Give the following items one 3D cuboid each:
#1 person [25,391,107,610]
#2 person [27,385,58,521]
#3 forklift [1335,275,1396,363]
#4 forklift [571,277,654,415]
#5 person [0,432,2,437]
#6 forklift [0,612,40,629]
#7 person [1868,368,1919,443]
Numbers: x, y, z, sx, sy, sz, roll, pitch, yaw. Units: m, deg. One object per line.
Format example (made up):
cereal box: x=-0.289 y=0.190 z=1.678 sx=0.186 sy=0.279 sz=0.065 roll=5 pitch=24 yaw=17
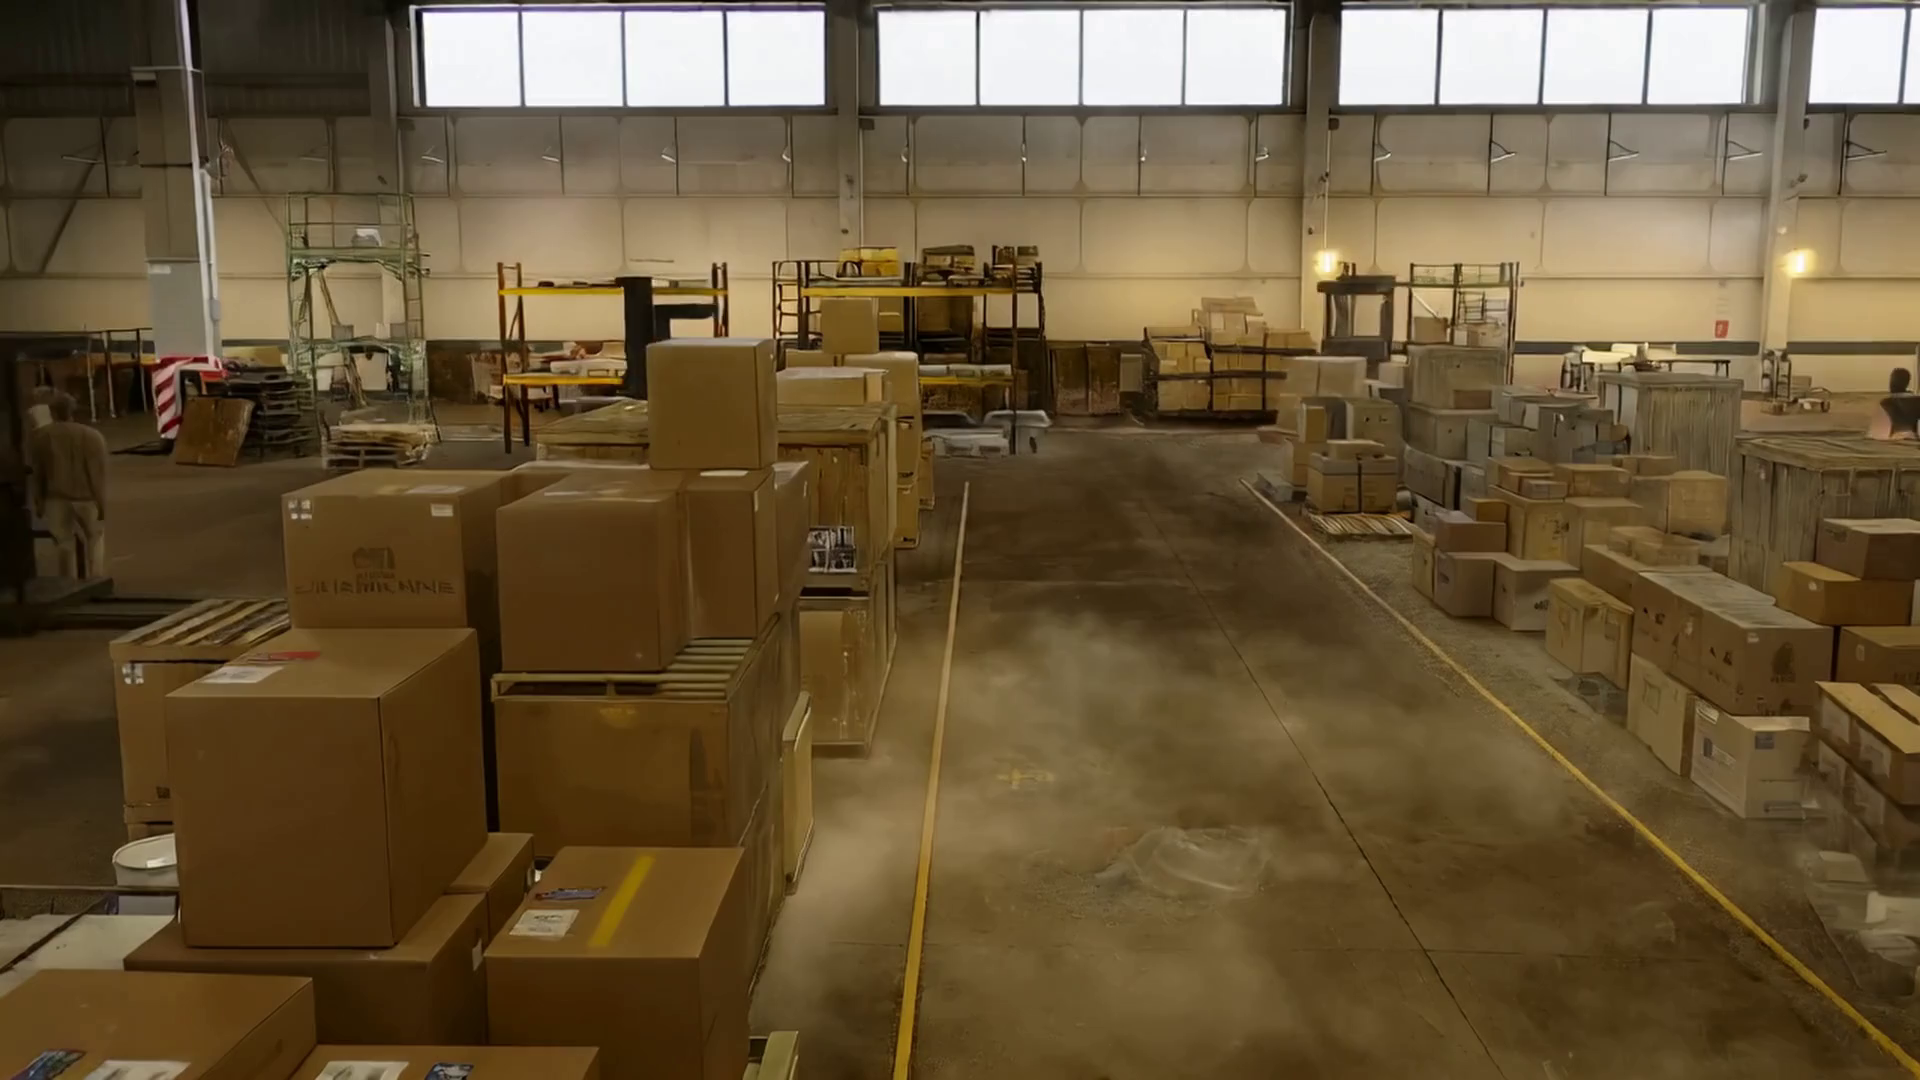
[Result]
person: x=-7.727 y=-0.327 z=14.455 sx=0.628 sy=1.921 sz=0.519 roll=-3 pitch=10 yaw=-17
person: x=-10.761 y=-1.039 z=19.714 sx=0.522 sy=1.588 sz=0.896 roll=0 pitch=9 yaw=2
forklift: x=6.644 y=-2.971 z=27.429 sx=1.129 sy=2.768 sz=1.873 roll=5 pitch=11 yaw=26
forklift: x=-4.592 y=-2.362 z=23.785 sx=1.873 sy=2.768 sz=1.129 roll=-3 pitch=10 yaw=-18
person: x=-15.711 y=-2.306 z=26.421 sx=1.018 sy=1.889 sz=0.557 roll=-9 pitch=13 yaw=-42
forklift: x=-8.535 y=-0.723 z=13.968 sx=1.873 sy=2.768 sz=1.129 roll=0 pitch=9 yaw=1
person: x=10.134 y=-0.914 z=18.048 sx=0.604 sy=1.899 sz=0.461 roll=-4 pitch=10 yaw=-21
